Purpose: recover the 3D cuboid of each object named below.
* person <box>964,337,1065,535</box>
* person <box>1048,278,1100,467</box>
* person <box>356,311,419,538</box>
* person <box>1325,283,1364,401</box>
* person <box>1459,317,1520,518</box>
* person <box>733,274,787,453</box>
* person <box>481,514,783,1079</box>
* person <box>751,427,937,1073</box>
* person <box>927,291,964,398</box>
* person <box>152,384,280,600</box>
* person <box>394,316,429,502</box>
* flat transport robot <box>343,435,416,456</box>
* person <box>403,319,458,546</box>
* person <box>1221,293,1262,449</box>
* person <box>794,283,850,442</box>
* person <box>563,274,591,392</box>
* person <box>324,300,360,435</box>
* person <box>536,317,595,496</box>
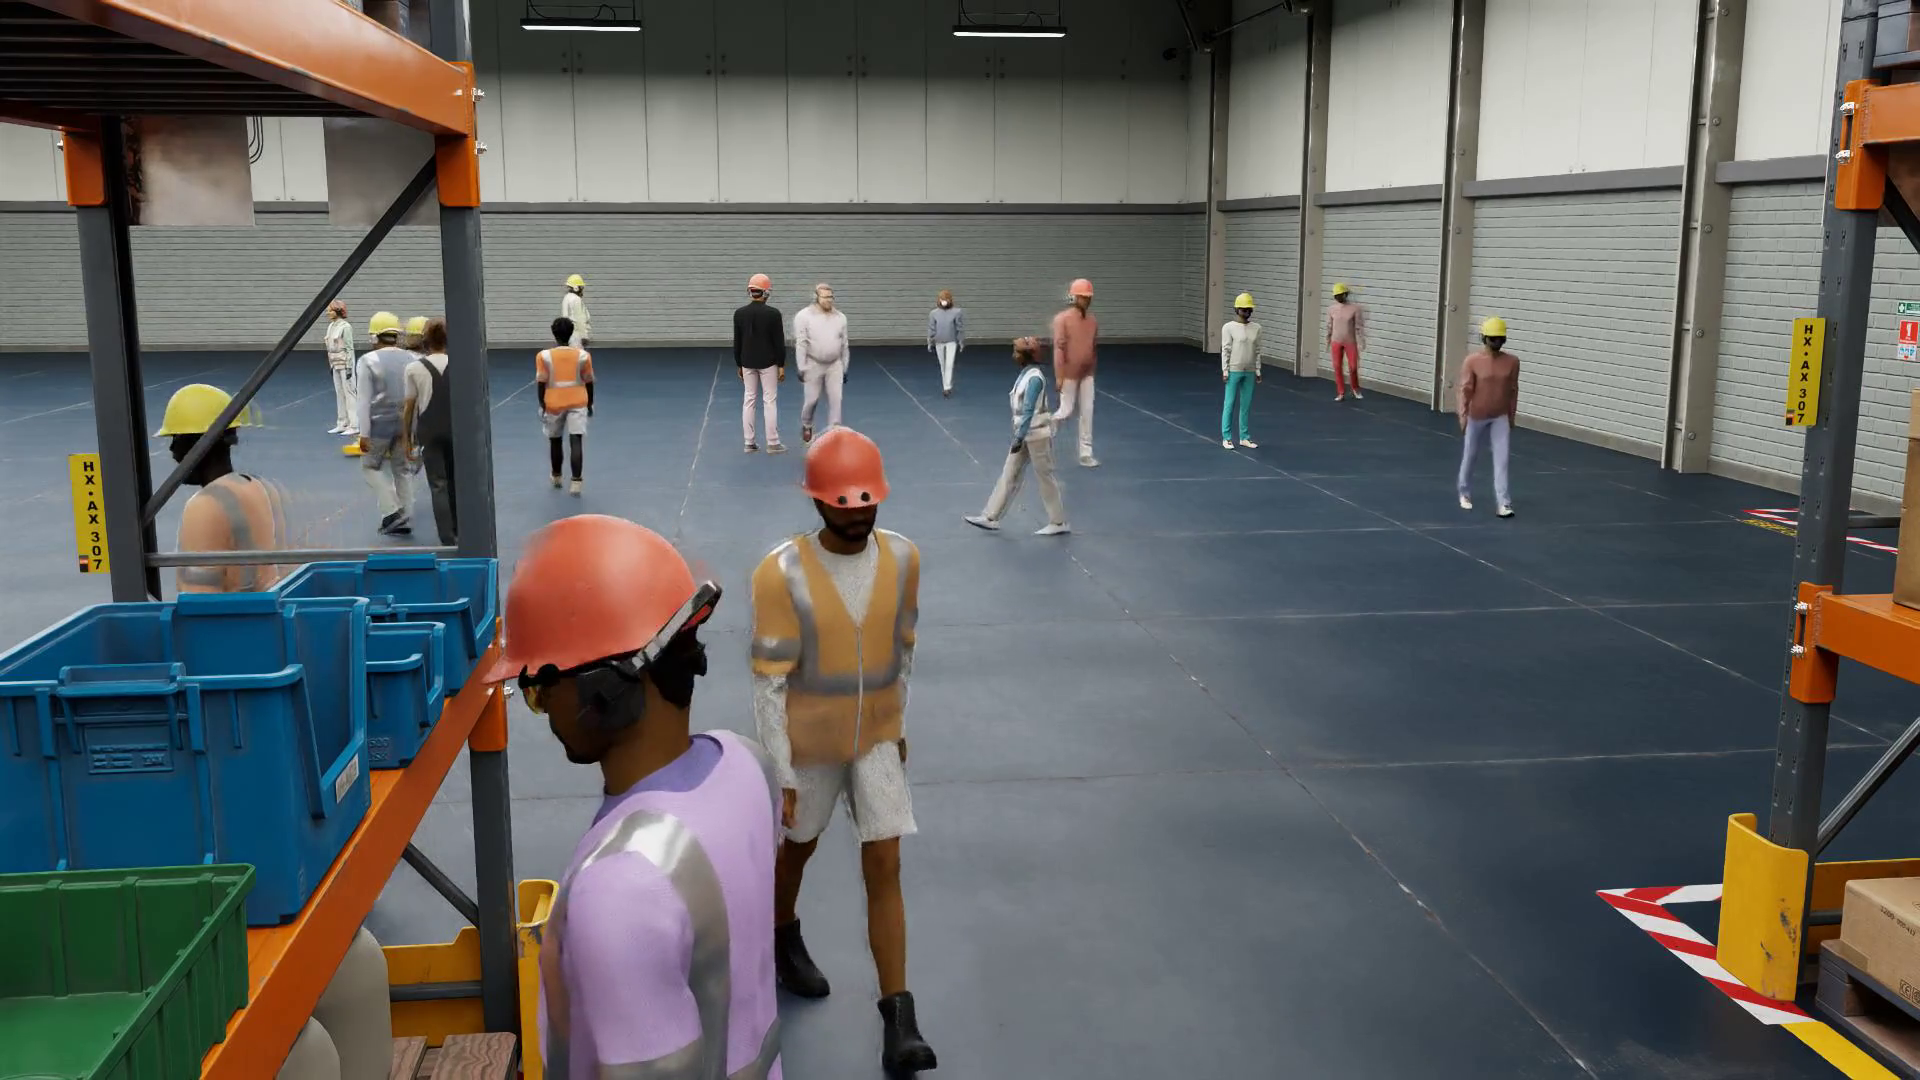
[{"bbox_3d":[0.471,-0.817,13.366,0.836,1.600,0.518,-2,11,-13],"label":"person"},{"bbox_3d":[1.186,-1.770,17.564,0.623,1.978,0.766,-7,12,-33],"label":"person"},{"bbox_3d":[-4.543,-0.905,13.245,0.437,1.813,0.615,8,13,37],"label":"person"},{"bbox_3d":[5.649,-2.906,24.434,0.573,1.733,0.512,5,11,24],"label":"person"},{"bbox_3d":[4.582,-1.072,14.446,0.549,1.715,0.923,0,10,-2],"label":"person"},{"bbox_3d":[-2.220,-1.959,18.540,0.615,1.994,0.381,4,11,19],"label":"person"},{"bbox_3d":[-0.448,0.966,2.396,0.393,2.034,0.605,1,10,6],"label":"person"},{"bbox_3d":[-0.361,0.584,4.941,0.572,1.870,1.048,-5,12,-26],"label":"person"},{"bbox_3d":[-0.233,-2.920,24.888,0.524,1.586,0.854,2,11,12],"label":"person"},{"bbox_3d":[-2.519,0.397,5.889,0.769,1.902,0.599,-2,11,-10],"label":"person"},{"bbox_3d":[-4.834,-1.151,14.897,0.867,1.709,0.497,5,11,26],"label":"person"},{"bbox_3d":[-6.156,-1.134,18.741,0.652,0.197,1.431,6,12,28],"label":"flat transport robot"},{"bbox_3d":[-3.937,-0.770,12.617,0.521,1.787,0.982,-5,11,-26],"label":"person"},{"bbox_3d":[3.206,-1.915,18.926,0.525,1.769,0.308,-5,11,-24],"label":"person"},{"bbox_3d":[-1.564,-1.986,18.975,0.661,1.884,0.626,-4,11,-22],"label":"person"},{"bbox_3d":[-5.961,-3.222,25.914,0.404,1.833,0.593,-6,12,-29],"label":"person"},{"bbox_3d":[-7.524,-2.094,20.250,0.314,1.641,0.515,-10,14,-43],"label":"person"},{"bbox_3d":[-3.709,-1.263,15.654,0.551,1.643,0.879,-4,11,-19],"label":"person"}]
